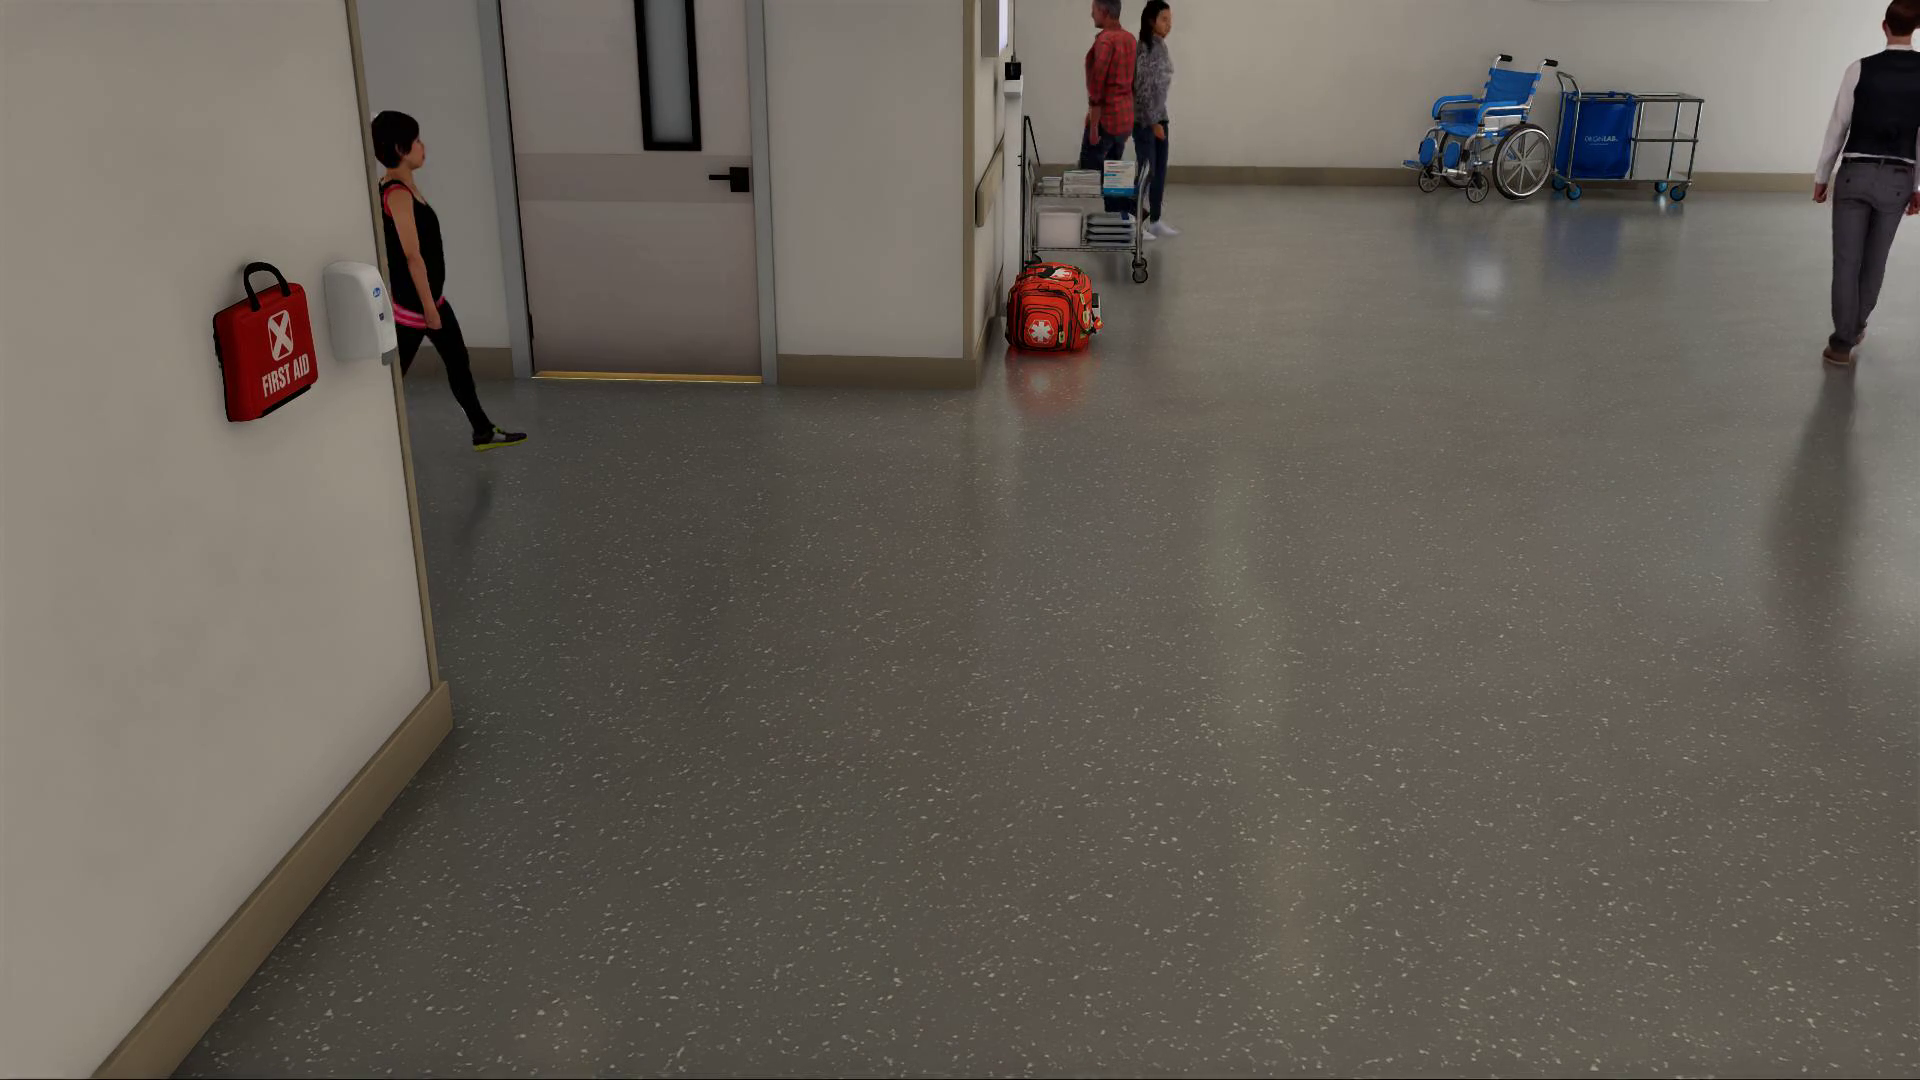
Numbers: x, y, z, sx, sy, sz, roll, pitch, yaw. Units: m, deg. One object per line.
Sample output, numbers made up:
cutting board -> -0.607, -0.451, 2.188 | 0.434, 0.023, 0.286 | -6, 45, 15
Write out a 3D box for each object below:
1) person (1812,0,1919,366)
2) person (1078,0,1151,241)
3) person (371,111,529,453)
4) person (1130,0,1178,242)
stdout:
person -> 4.860, -1.875, 8.820 | 0.828, 1.913, 1.047 | 7, 22, 18
person -> 1.135, -2.967, 11.842 | 0.977, 1.814, 0.941 | 15, 25, 34
person -> -2.431, -1.032, 7.156 | 0.883, 1.514, 1.054 | -7, 22, -18
person -> 1.346, -3.091, 12.302 | 0.792, 1.721, 0.710 | 10, 23, 25
